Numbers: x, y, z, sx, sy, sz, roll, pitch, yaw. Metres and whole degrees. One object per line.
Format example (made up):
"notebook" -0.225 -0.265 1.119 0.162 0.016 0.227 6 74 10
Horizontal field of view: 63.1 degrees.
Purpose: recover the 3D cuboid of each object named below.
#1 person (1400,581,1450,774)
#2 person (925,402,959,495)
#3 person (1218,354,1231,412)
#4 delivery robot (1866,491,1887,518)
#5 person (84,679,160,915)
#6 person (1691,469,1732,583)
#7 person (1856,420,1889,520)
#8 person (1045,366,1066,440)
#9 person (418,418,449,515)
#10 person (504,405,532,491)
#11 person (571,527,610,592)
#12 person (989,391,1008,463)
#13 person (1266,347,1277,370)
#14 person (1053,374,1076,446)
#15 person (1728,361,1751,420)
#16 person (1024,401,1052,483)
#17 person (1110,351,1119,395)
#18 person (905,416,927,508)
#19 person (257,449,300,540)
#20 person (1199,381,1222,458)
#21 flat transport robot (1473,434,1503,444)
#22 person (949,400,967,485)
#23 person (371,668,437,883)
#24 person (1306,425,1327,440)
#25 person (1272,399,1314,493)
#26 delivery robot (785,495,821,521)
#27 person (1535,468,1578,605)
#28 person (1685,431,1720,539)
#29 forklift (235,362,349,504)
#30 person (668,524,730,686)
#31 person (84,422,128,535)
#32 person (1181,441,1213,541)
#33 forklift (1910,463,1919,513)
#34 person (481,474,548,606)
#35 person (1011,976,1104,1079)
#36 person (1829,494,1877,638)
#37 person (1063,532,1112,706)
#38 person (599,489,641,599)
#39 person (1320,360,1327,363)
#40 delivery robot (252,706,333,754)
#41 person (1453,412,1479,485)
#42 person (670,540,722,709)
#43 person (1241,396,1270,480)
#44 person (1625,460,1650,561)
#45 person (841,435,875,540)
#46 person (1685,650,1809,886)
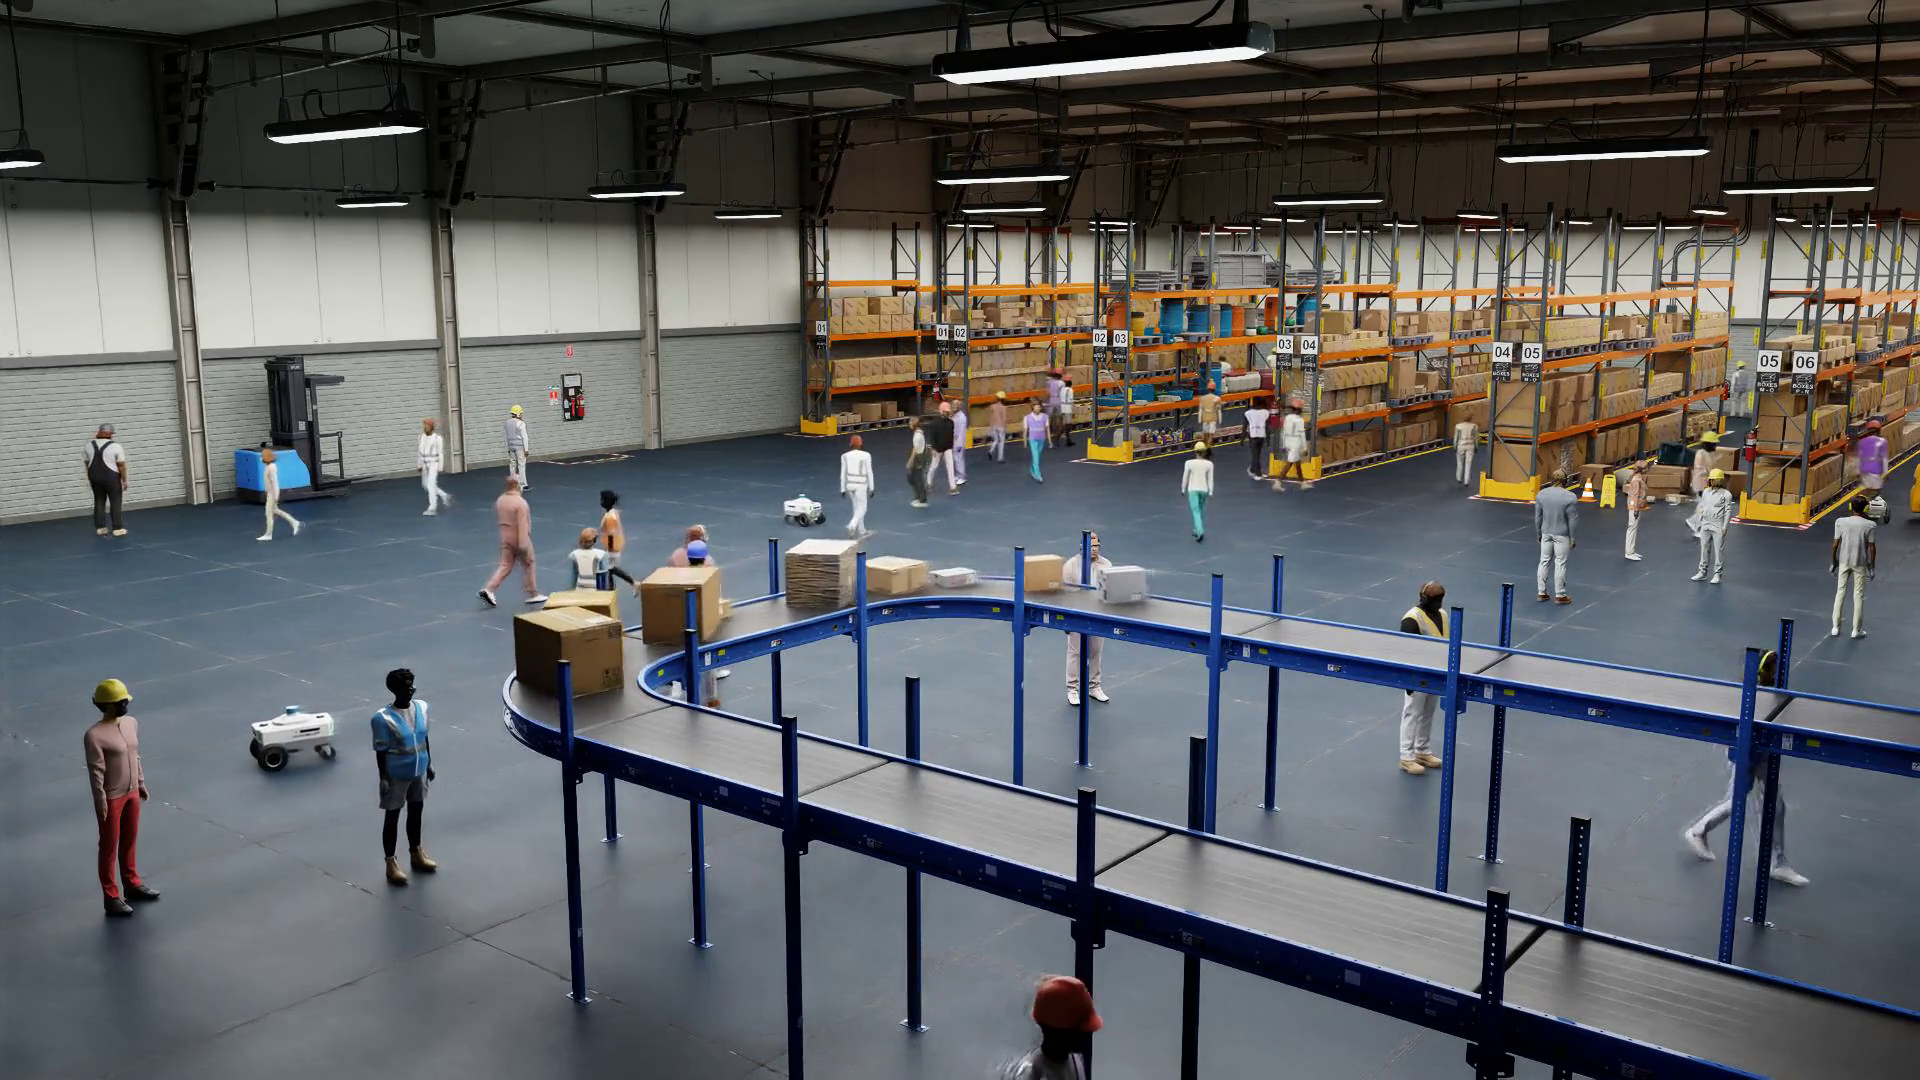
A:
"person" 4.468 1.298 14.982 0.627 1.840 0.429 -9 13 -40
"person" -0.405 -1.949 32.974 0.624 1.951 1.023 -6 12 -30
"person" 8.379 -5.019 50.326 0.733 1.912 0.472 3 10 15
"delivery robot" 17.274 -0.679 29.581 0.477 0.478 0.707 4 11 21
"person" -6.318 1.905 11.764 0.305 1.771 0.525 1 10 7
"person" 11.451 -0.221 23.799 0.297 1.743 0.493 -6 12 -31
"person" 17.123 -1.299 29.449 0.673 1.895 0.618 -6 12 -29
"person" 2.598 -3.750 42.911 0.614 2.013 0.796 7 12 34
"person" -10.204 -1.437 30.313 0.590 1.862 0.651 6 12 29
"person" -9.428 -1.969 33.389 0.600 1.831 0.404 5 11 28
"person" -4.514 0.652 19.188 0.536 1.626 0.371 3 11 17
"person" 0.952 -2.747 37.998 0.540 1.747 0.411 10 14 43
"person" 11.356 -6.079 56.603 0.614 1.800 0.731 1 10 6
"person" 2.782 -3.423 41.339 0.656 1.916 0.560 -5 11 -26
"person" 24.110 -4.633 48.390 0.610 1.822 0.419 0 10 -2
"person" 1.685 -2.213 34.844 0.589 1.813 0.918 -4 11 -22
"person" 5.296 -5.557 53.224 0.375 1.959 0.600 -4 11 -21
"person" -0.867 -1.542 31.021 0.502 1.821 0.499 0 10 -2
"person" -12.044 -0.820 27.536 0.687 1.613 0.512 -6 12 -31
"person" 6.229 -3.005 39.059 0.556 1.905 0.944 5 11 25
"flat transport robot" 14.586 -2.770 42.413 1.431 0.197 0.652 -3 11 -18
"person" -0.062 -2.156 34.344 0.474 1.870 0.725 -4 11 -21
"person" -4.385 1.833 12.370 0.320 1.695 0.537 6 12 31
"person" 9.168 -3.216 40.308 1.015 1.874 0.544 -6 12 -32
"person" 7.070 -2.002 33.152 1.065 1.992 0.629 -4 11 -19
"delivery robot" -2.932 -0.602 29.148 0.707 0.478 0.477 7 12 36
"person" 8.520 -0.063 22.363 0.372 1.940 0.631 -9 13 -41
"person" 13.116 -0.980 27.605 0.592 1.908 0.466 -8 13 -38
"forklift" -13.803 -2.244 32.110 1.129 2.768 1.873 8 13 37
"person" -3.070 0.747 18.001 0.645 1.874 0.912 6 12 29
"person" -15.213 -1.089 27.970 0.706 2.000 0.536 0 10 2
"person" 4.194 -0.866 27.468 0.521 1.733 0.828 -2 10 -13
"forklift" 19.034 -1.348 28.998 2.313 2.155 1.214 8 13 37
"person" -6.353 0.002 22.186 0.658 1.875 0.883 9 13 40
"person" 0.390 2.755 6.678 1.012 1.889 0.550 7 12 34
"person" 11.617 0.329 20.349 0.535 1.869 0.314 8 13 40
"person" 1.423 0.858 17.270 0.638 1.909 0.408 -5 11 -25
"person" -4.863 0.104 22.121 0.585 1.681 0.541 -1 10 -5
"person" 12.155 -5.505 52.848 0.389 1.990 0.610 -9 13 -41
"delivery robot" -6.506 1.864 15.268 0.707 0.478 0.477 -6 12 -33
"person" 11.094 -2.011 34.311 0.522 1.587 0.890 3 11 17
"person" -2.844 0.958 16.684 0.615 1.922 0.872 3 11 16
"person" 6.647 -2.304 35.211 0.607 1.857 1.049 -2 10 -11
"person" 11.096 -0.496 25.647 0.310 1.636 0.522 5 11 26
"person" -1.834 -0.901 27.328 0.635 1.855 0.754 5 11 27
"person" 6.301 1.756 12.466 0.532 1.825 0.944 -7 12 -36
